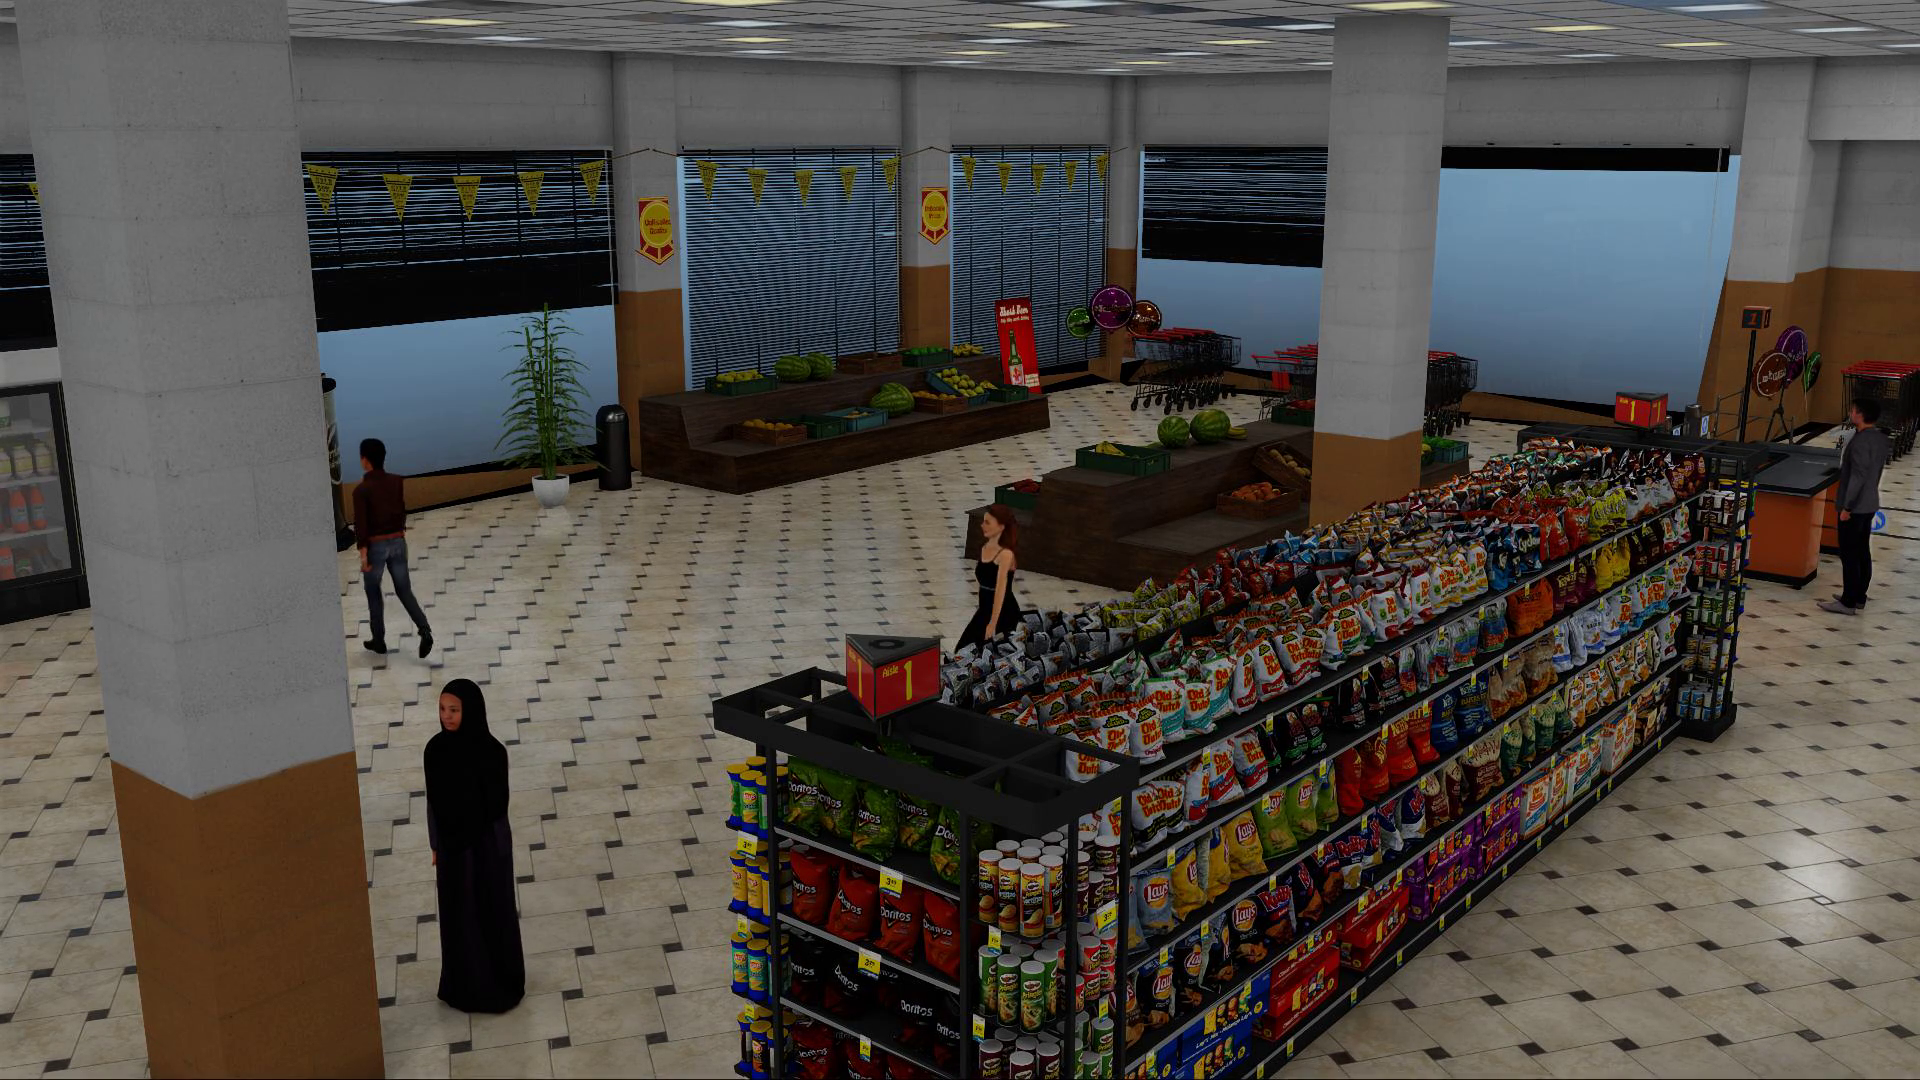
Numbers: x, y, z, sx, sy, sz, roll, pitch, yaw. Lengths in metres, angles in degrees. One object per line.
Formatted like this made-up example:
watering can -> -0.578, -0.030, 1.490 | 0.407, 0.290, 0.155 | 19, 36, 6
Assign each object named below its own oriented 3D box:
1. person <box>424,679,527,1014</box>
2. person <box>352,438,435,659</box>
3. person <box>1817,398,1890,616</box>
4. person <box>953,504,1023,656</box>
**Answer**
person -> -2.286, 1.421, 7.837 | 0.691, 1.616, 0.719 | 4, 14, 17
person -> -4.438, 0.094, 13.013 | 0.705, 1.754, 1.004 | 11, 18, 39
person -> 7.763, -0.298, 14.384 | 0.564, 1.871, 0.778 | -12, 18, -40
person -> 0.345, 0.550, 11.464 | 1.008, 1.599, 0.814 | -7, 15, -27
